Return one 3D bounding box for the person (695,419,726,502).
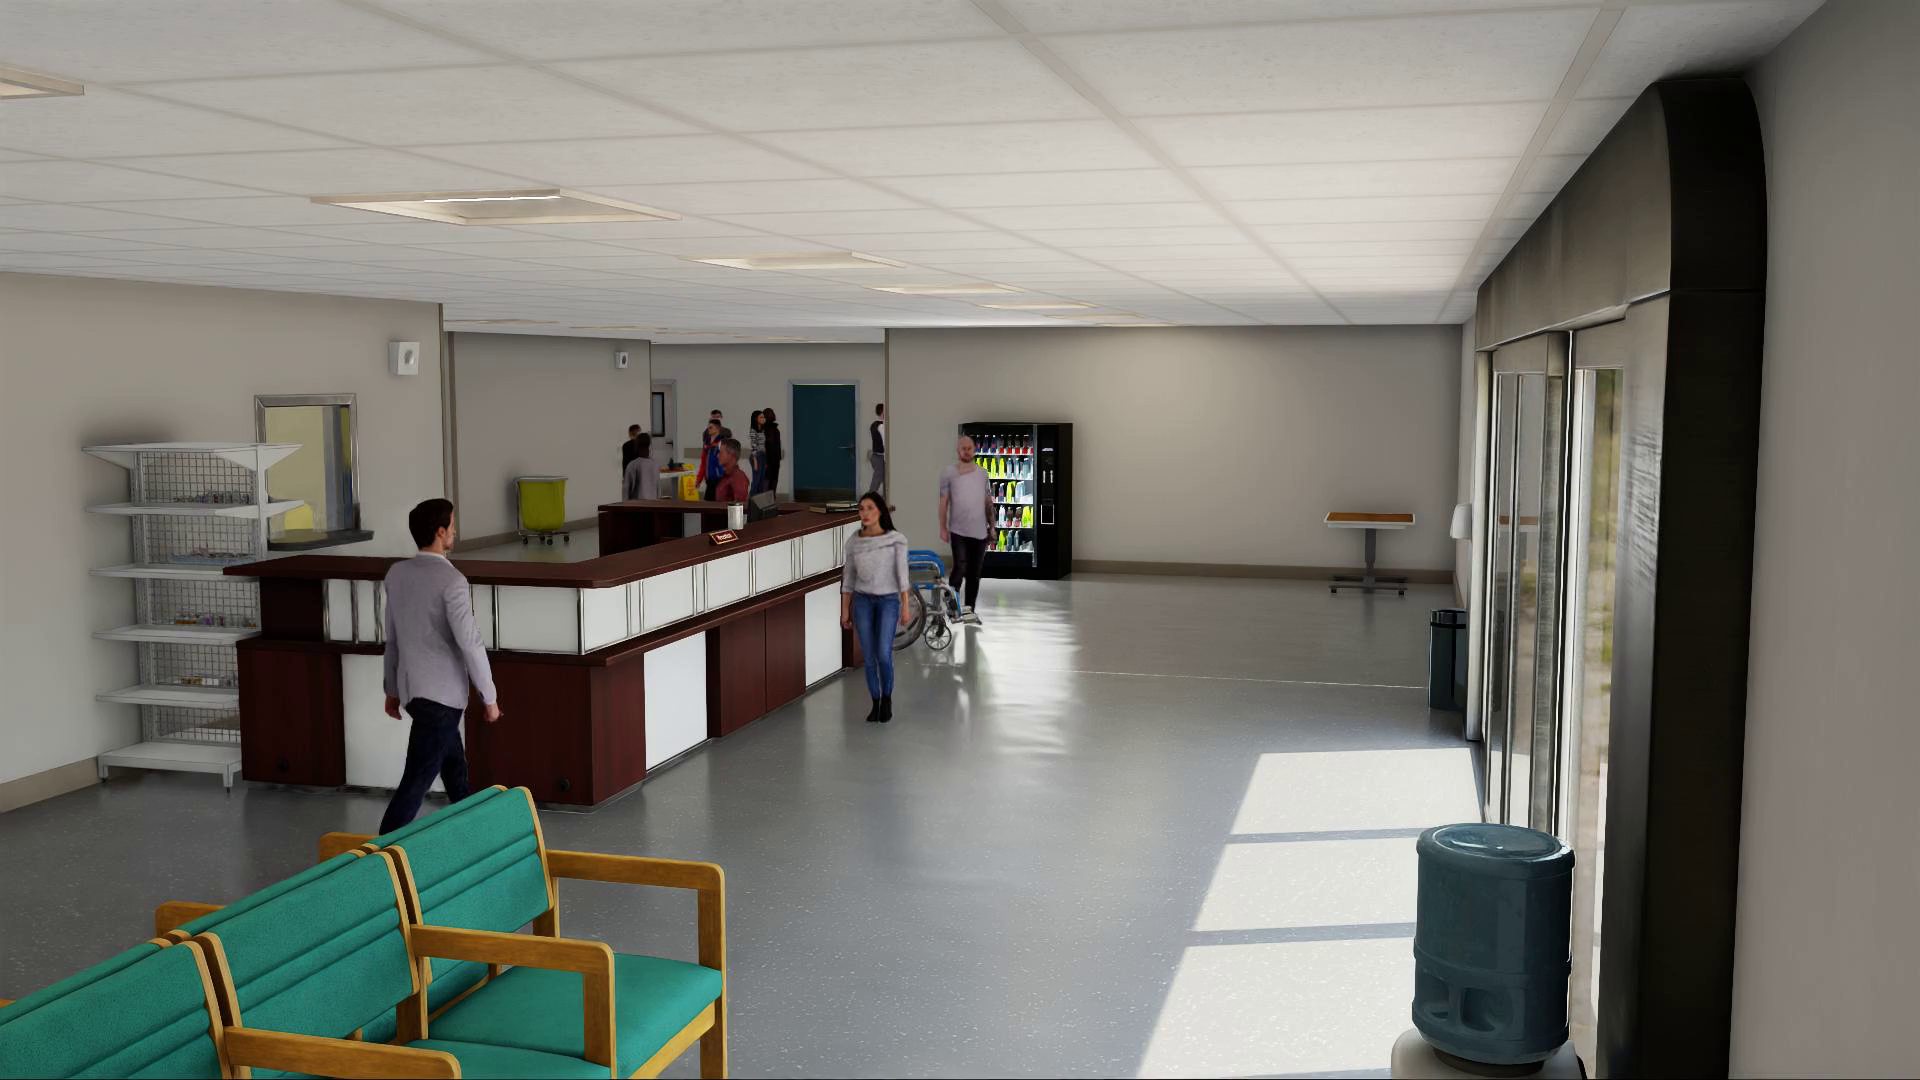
[{"bbox_3d":[-3.533,-0.880,24.507,1.167,1.712,1.198,-5,7,-38],"label":"person"}]

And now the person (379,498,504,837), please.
[{"bbox_3d":[-2.543,0.758,7.798,1.247,1.797,1.062,4,7,36],"label":"person"}]

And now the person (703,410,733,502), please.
[{"bbox_3d":[-3.928,-1.192,27.019,1.018,1.831,0.910,0,6,-4],"label":"person"}]

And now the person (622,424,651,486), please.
[{"bbox_3d":[-4.868,-0.871,24.832,0.998,1.629,0.724,2,6,21],"label":"person"}]

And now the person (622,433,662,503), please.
[{"bbox_3d":[-3.483,-0.297,18.566,1.219,1.742,0.920,4,7,36],"label":"person"}]

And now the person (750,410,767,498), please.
[{"bbox_3d":[-3.435,-1.309,28.260,0.457,1.797,0.571,2,6,15],"label":"person"}]

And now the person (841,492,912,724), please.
[{"bbox_3d":[-0.553,0.473,11.547,0.527,1.614,0.678,2,6,16],"label":"person"}]

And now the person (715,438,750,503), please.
[{"bbox_3d":[-2.039,-0.031,15.695,1.308,1.788,1.053,-1,6,-11],"label":"person"}]

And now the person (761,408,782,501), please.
[{"bbox_3d":[-3.382,-1.432,29.427,0.650,1.826,0.733,3,6,24],"label":"person"}]

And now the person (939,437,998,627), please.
[{"bbox_3d":[0.036,-0.085,16.049,0.801,1.823,0.871,-3,6,-27],"label":"person"}]
